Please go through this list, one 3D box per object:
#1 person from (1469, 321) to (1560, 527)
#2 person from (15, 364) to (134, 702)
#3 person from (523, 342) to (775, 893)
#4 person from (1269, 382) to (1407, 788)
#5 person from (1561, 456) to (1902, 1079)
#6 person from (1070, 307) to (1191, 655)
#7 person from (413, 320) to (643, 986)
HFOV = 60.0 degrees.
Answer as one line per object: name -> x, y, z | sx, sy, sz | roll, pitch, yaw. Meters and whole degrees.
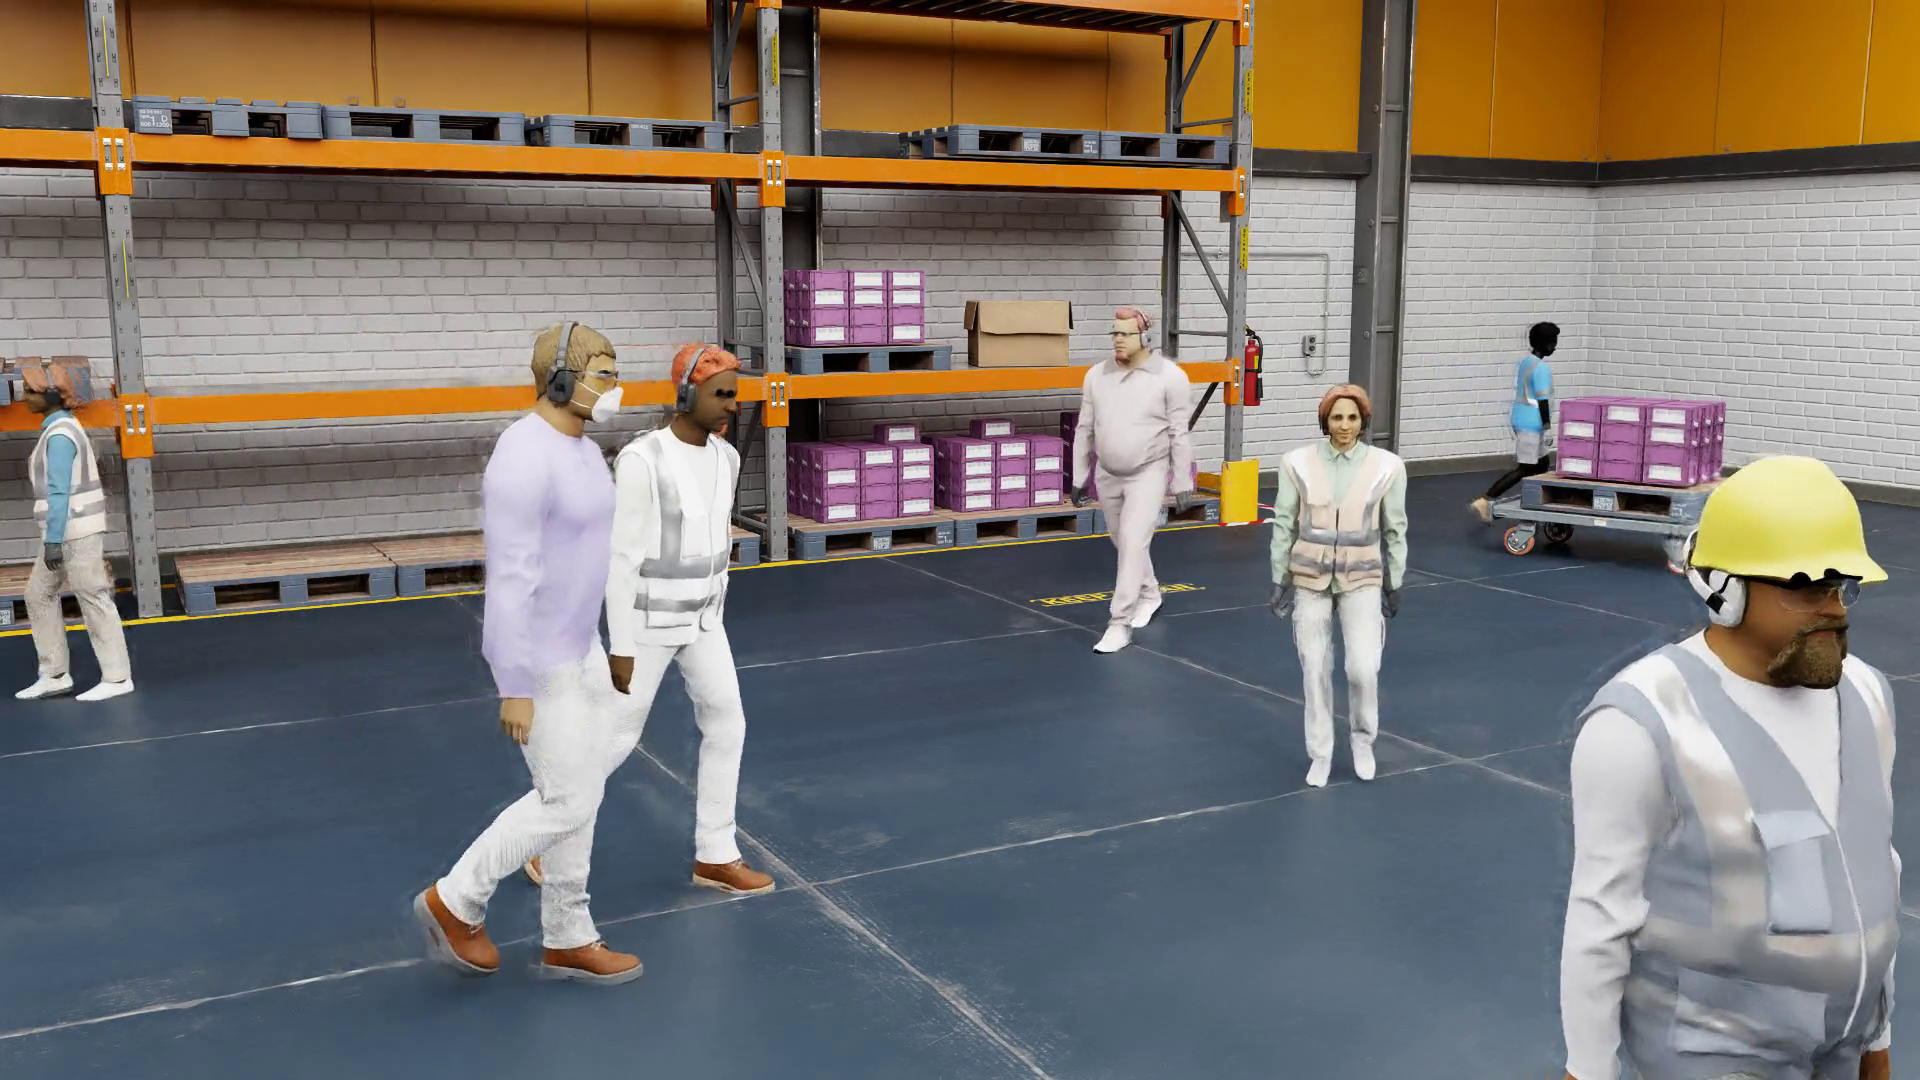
person -> 4.436, -0.903, 13.128 | 0.737, 1.658, 0.540 | 2, 9, 9
person -> -4.269, -0.016, 7.832 | 0.641, 1.612, 0.537 | -5, 11, -28
person -> -1.068, 0.265, 5.506 | 0.849, 1.846, 0.612 | 5, 11, 29
person -> 1.489, 0.192, 6.586 | 0.521, 1.625, 0.371 | 3, 10, 17
person -> 1.231, 0.743, 2.699 | 0.598, 1.796, 0.889 | -4, 10, -24
person -> 0.949, -0.362, 9.240 | 0.663, 1.863, 0.960 | 6, 11, 34
person -> -1.209, 0.347, 4.699 | 0.554, 1.928, 0.666 | 1, 9, 6
